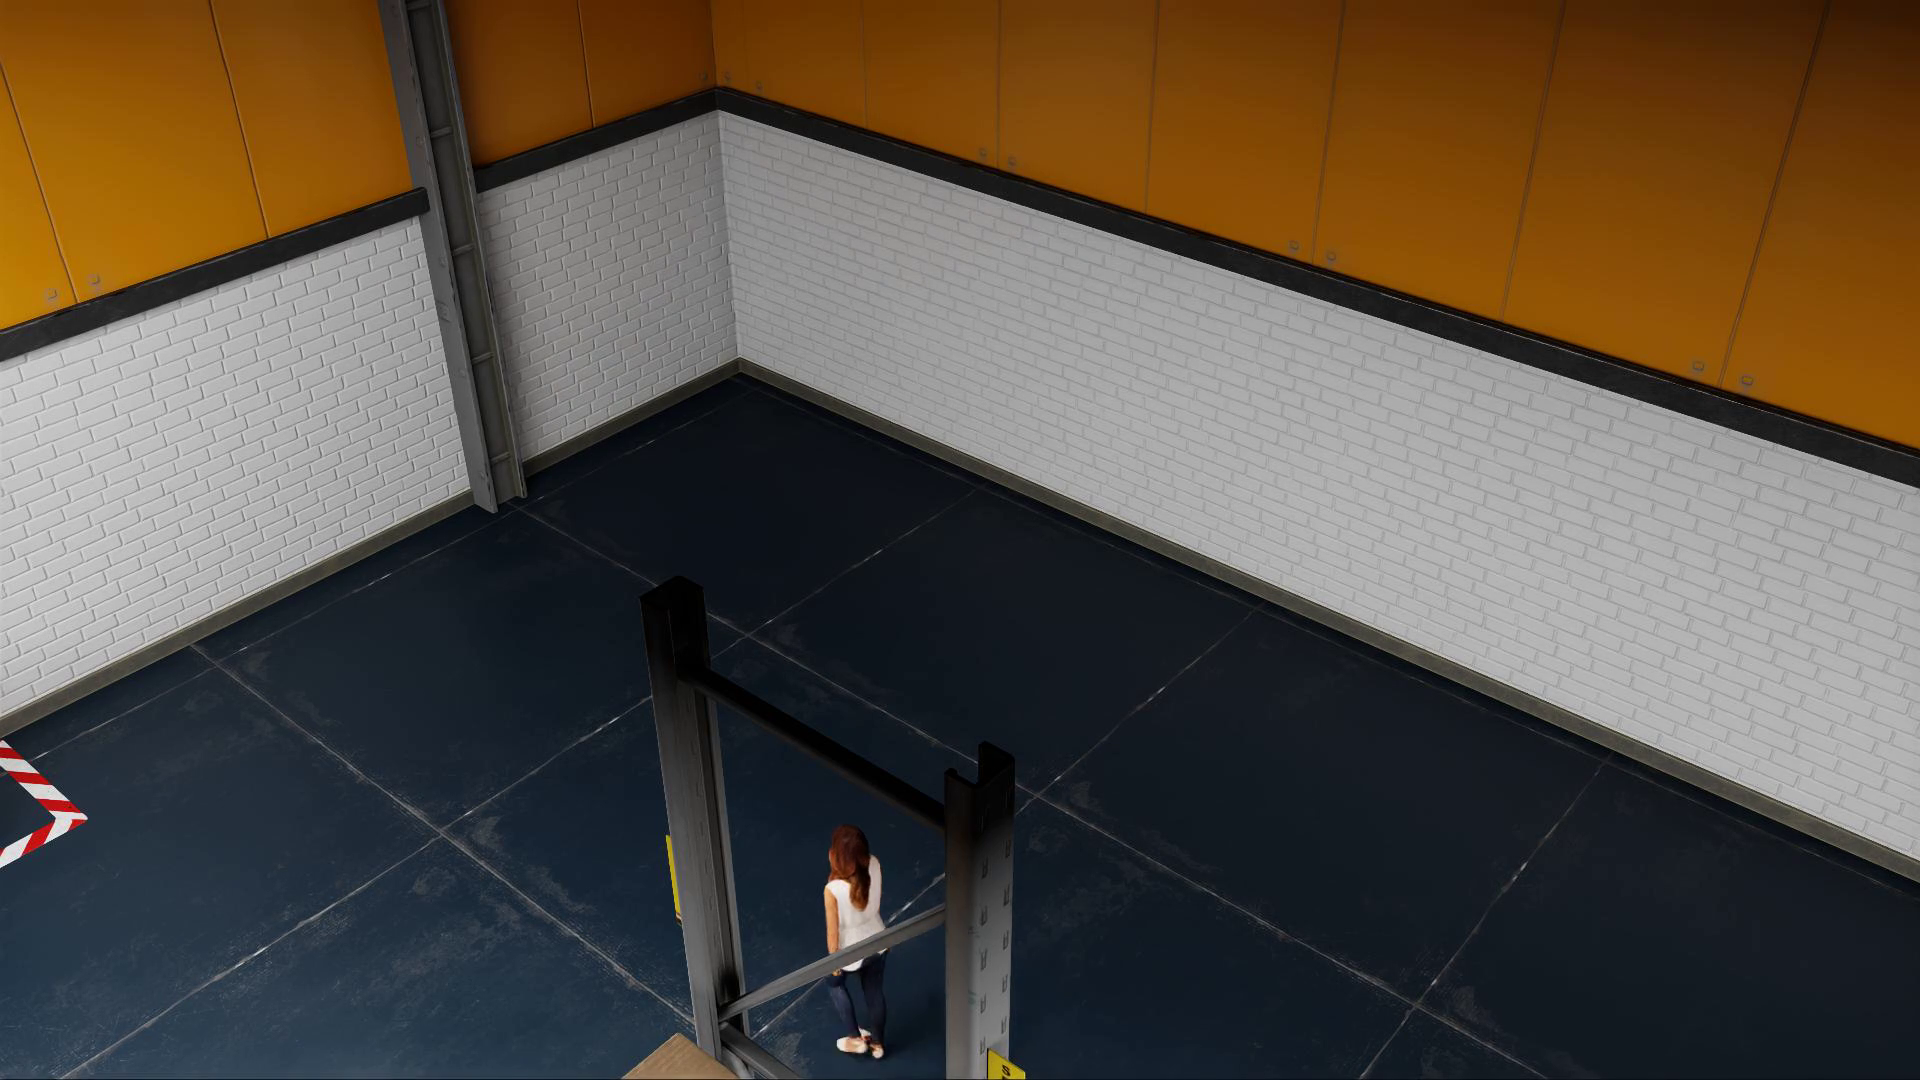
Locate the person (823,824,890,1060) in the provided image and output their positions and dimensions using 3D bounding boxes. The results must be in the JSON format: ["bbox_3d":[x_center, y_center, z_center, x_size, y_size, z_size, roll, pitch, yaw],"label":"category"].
[{"bbox_3d":[-0.522,2.389,9.595,0.584,1.775,0.717,-23,40,-30],"label":"person"}]
